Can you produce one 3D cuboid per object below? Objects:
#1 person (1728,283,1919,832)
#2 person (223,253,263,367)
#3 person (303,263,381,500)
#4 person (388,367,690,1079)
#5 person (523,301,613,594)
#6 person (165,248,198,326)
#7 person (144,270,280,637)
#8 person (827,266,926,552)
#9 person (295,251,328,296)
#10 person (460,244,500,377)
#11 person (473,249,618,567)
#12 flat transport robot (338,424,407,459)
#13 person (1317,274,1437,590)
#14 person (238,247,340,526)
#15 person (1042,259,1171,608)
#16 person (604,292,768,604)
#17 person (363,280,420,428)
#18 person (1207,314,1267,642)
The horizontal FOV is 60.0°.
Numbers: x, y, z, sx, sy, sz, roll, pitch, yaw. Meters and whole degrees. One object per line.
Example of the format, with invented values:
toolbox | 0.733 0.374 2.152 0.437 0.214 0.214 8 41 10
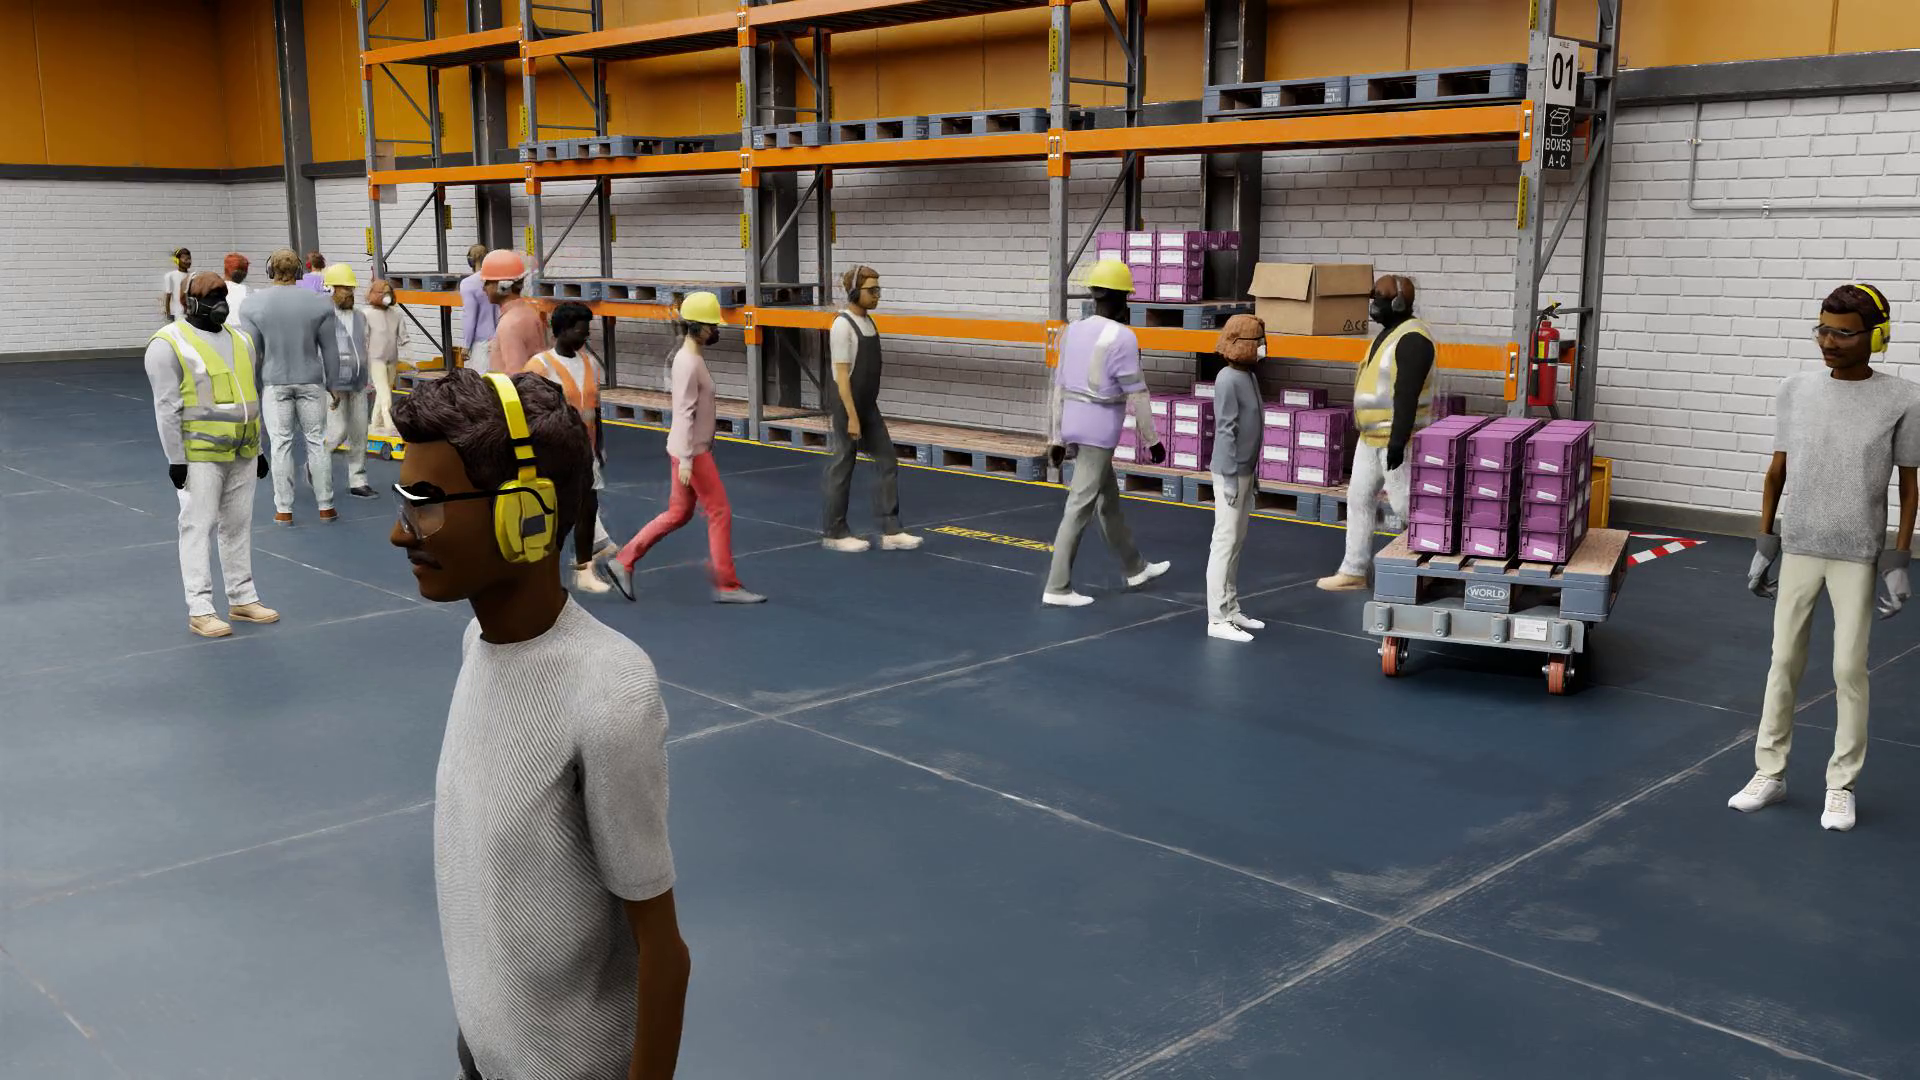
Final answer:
person | 2.981 0.063 5.700 0.517 1.860 0.328 10 14 42
person | -6.902 -1.770 15.721 0.642 1.856 0.425 -4 11 -21
person | -4.754 -1.201 12.707 0.519 1.812 0.608 5 12 27
person | -0.524 0.714 2.135 0.311 1.864 0.530 -8 13 -36
person | -2.304 -0.526 9.438 0.648 1.666 0.561 7 12 33
person | -10.395 -3.016 22.545 0.879 1.832 0.530 5 12 26
person | -3.797 -0.445 8.509 0.429 1.846 0.627 4 11 22
person | -0.533 -0.803 10.505 0.760 1.822 0.541 5 11 24
person | -8.224 -2.789 21.384 0.582 1.824 0.779 -8 13 -36
person | -4.698 -1.952 16.487 0.370 1.934 0.627 6 12 29
person | -2.590 -0.765 9.990 1.023 1.951 0.624 0 10 2
flat transport robot | -5.239 -0.921 15.395 1.431 0.197 0.652 7 13 35
person | 2.507 -0.584 9.357 0.828 1.814 0.628 -1 10 -7
person | -4.666 -1.067 11.639 0.634 1.937 0.355 -5 11 -24
person | 0.837 -0.582 9.136 0.961 1.875 0.595 -5 12 -26
person | -1.524 -0.492 9.072 0.848 1.724 0.518 -1 10 -7
person | -5.342 -1.629 15.612 0.790 1.595 0.519 6 12 30
person | 1.405 -0.319 8.395 0.285 1.633 0.498 4 11 21
